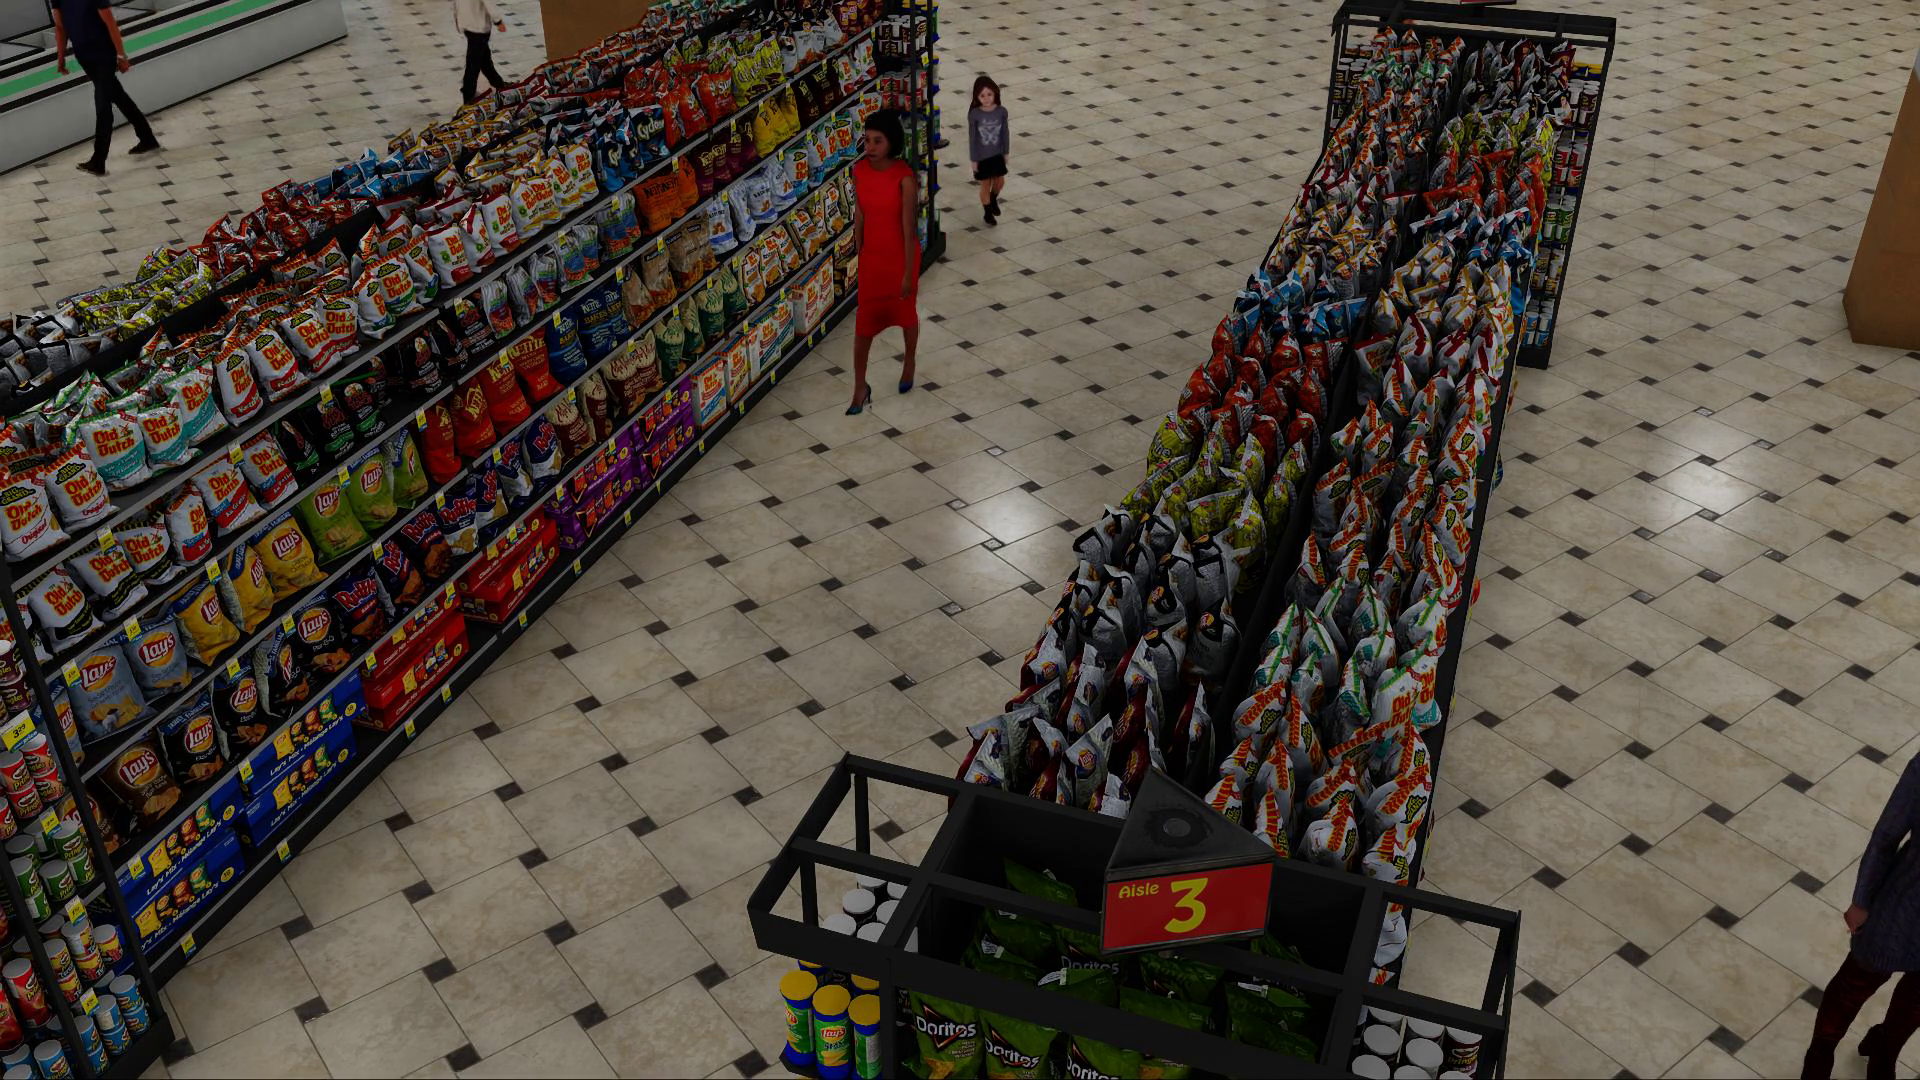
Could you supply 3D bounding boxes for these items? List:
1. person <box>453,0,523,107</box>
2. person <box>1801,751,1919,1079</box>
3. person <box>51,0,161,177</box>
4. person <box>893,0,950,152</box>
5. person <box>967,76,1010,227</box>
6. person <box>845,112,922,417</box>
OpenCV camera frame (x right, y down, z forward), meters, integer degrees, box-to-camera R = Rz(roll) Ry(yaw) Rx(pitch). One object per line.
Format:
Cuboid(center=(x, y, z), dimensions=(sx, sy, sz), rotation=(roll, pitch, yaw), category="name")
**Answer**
Cuboid(center=(-4.217, -4.385, 14.225), dimensions=(0.964, 1.429, 0.817), rotation=(-25, 40, -34), category="person")
Cuboid(center=(2.974, 1.110, 5.118), dimensions=(0.630, 1.720, 0.602), rotation=(6, 32, 10), category="person")
Cuboid(center=(-6.641, -3.767, 12.941), dimensions=(0.673, 1.736, 1.114), rotation=(12, 34, 18), category="person")
Cuboid(center=(-0.517, -3.676, 12.947), dimensions=(1.211, 1.575, 1.082), rotation=(-18, 36, -27), category="person")
Cuboid(center=(0.182, -2.828, 12.042), dimensions=(0.584, 1.091, 0.642), rotation=(-12, 34, -19), category="person")
Cuboid(center=(-0.357, -1.604, 9.482), dimensions=(0.608, 1.717, 0.935), rotation=(11, 34, 18), category="person")
